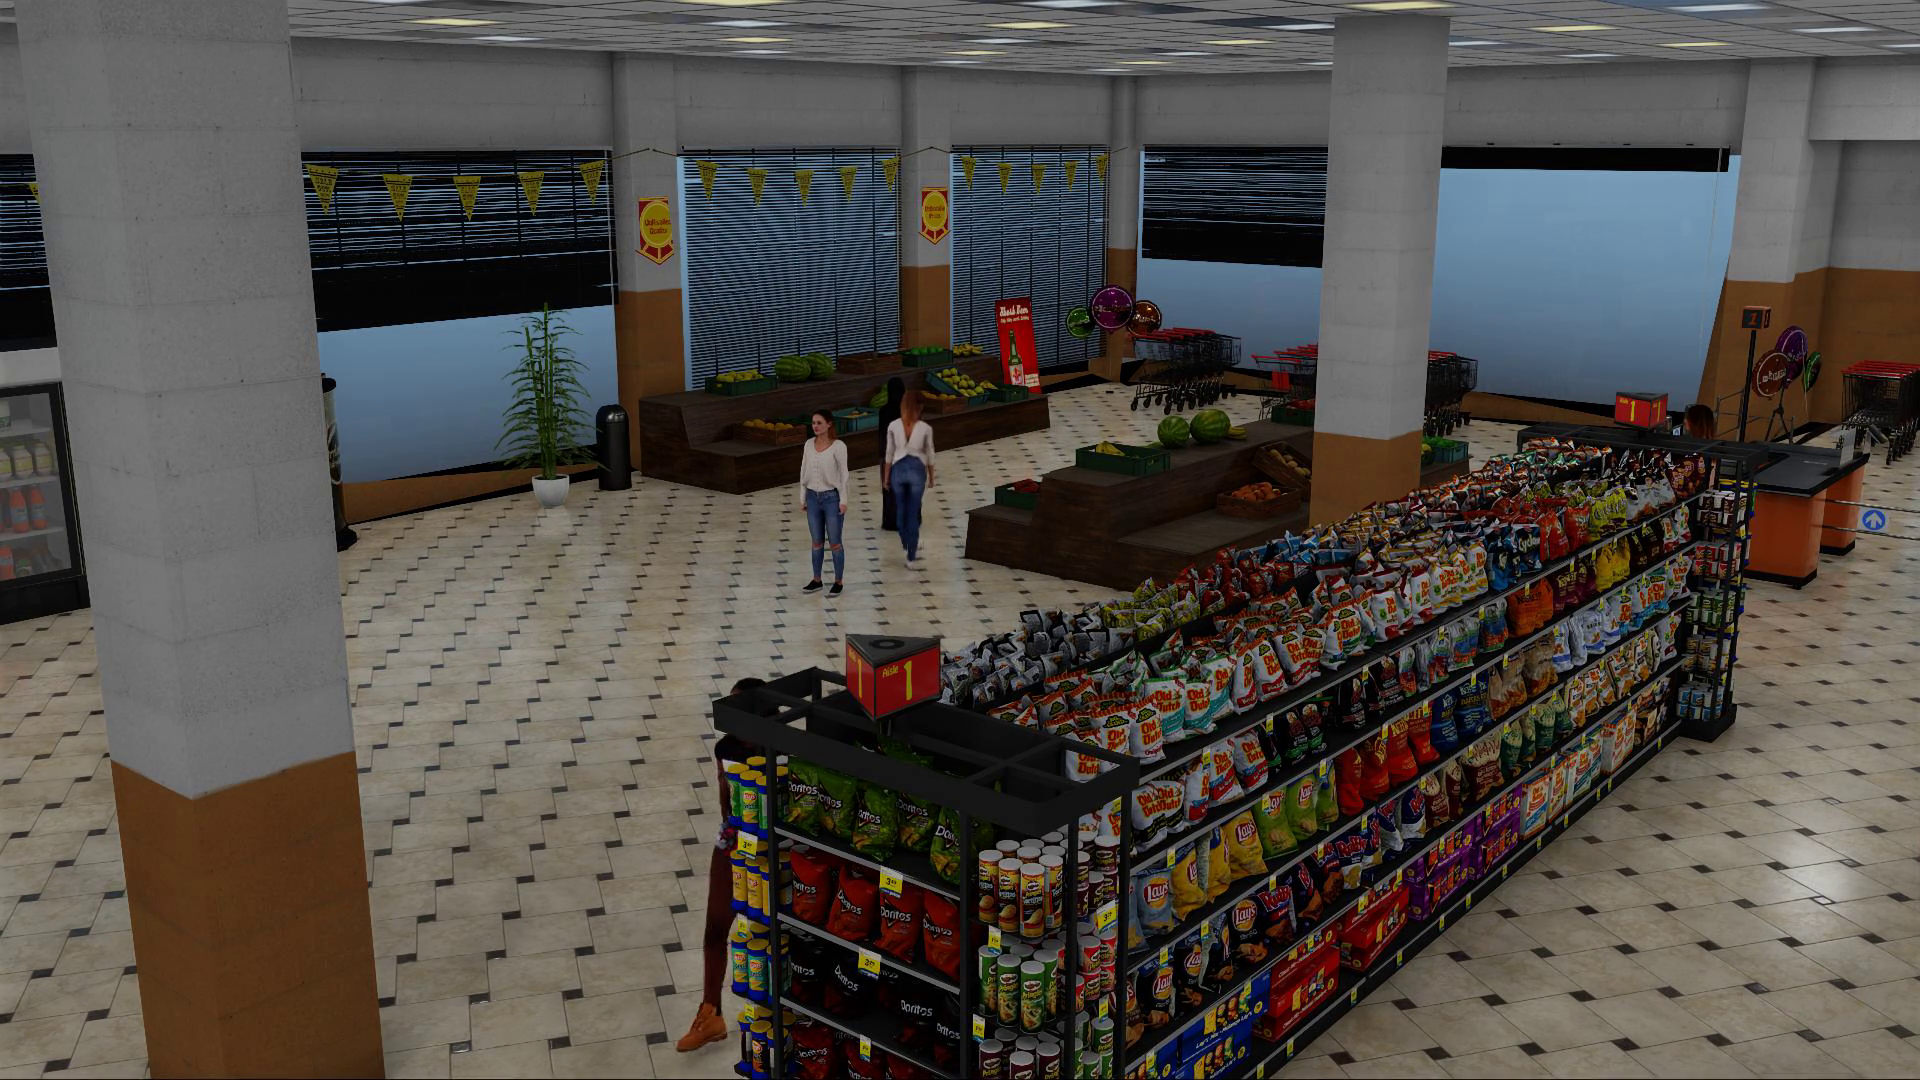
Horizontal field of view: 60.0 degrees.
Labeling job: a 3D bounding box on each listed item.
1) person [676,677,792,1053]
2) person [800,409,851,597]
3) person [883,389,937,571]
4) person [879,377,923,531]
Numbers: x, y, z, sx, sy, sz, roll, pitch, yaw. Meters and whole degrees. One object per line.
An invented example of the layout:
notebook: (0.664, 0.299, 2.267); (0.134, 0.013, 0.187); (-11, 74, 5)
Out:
person: (-0.861, 1.431, 7.609); (0.738, 1.704, 0.989); (6, 15, 24)
person: (-1.211, -0.341, 14.941); (0.682, 1.691, 0.642); (6, 15, 23)
person: (-0.510, -0.559, 15.815); (0.879, 1.703, 1.006); (1, 14, 4)
person: (-0.646, -0.909, 17.444); (0.700, 1.615, 0.775); (-3, 14, -12)
